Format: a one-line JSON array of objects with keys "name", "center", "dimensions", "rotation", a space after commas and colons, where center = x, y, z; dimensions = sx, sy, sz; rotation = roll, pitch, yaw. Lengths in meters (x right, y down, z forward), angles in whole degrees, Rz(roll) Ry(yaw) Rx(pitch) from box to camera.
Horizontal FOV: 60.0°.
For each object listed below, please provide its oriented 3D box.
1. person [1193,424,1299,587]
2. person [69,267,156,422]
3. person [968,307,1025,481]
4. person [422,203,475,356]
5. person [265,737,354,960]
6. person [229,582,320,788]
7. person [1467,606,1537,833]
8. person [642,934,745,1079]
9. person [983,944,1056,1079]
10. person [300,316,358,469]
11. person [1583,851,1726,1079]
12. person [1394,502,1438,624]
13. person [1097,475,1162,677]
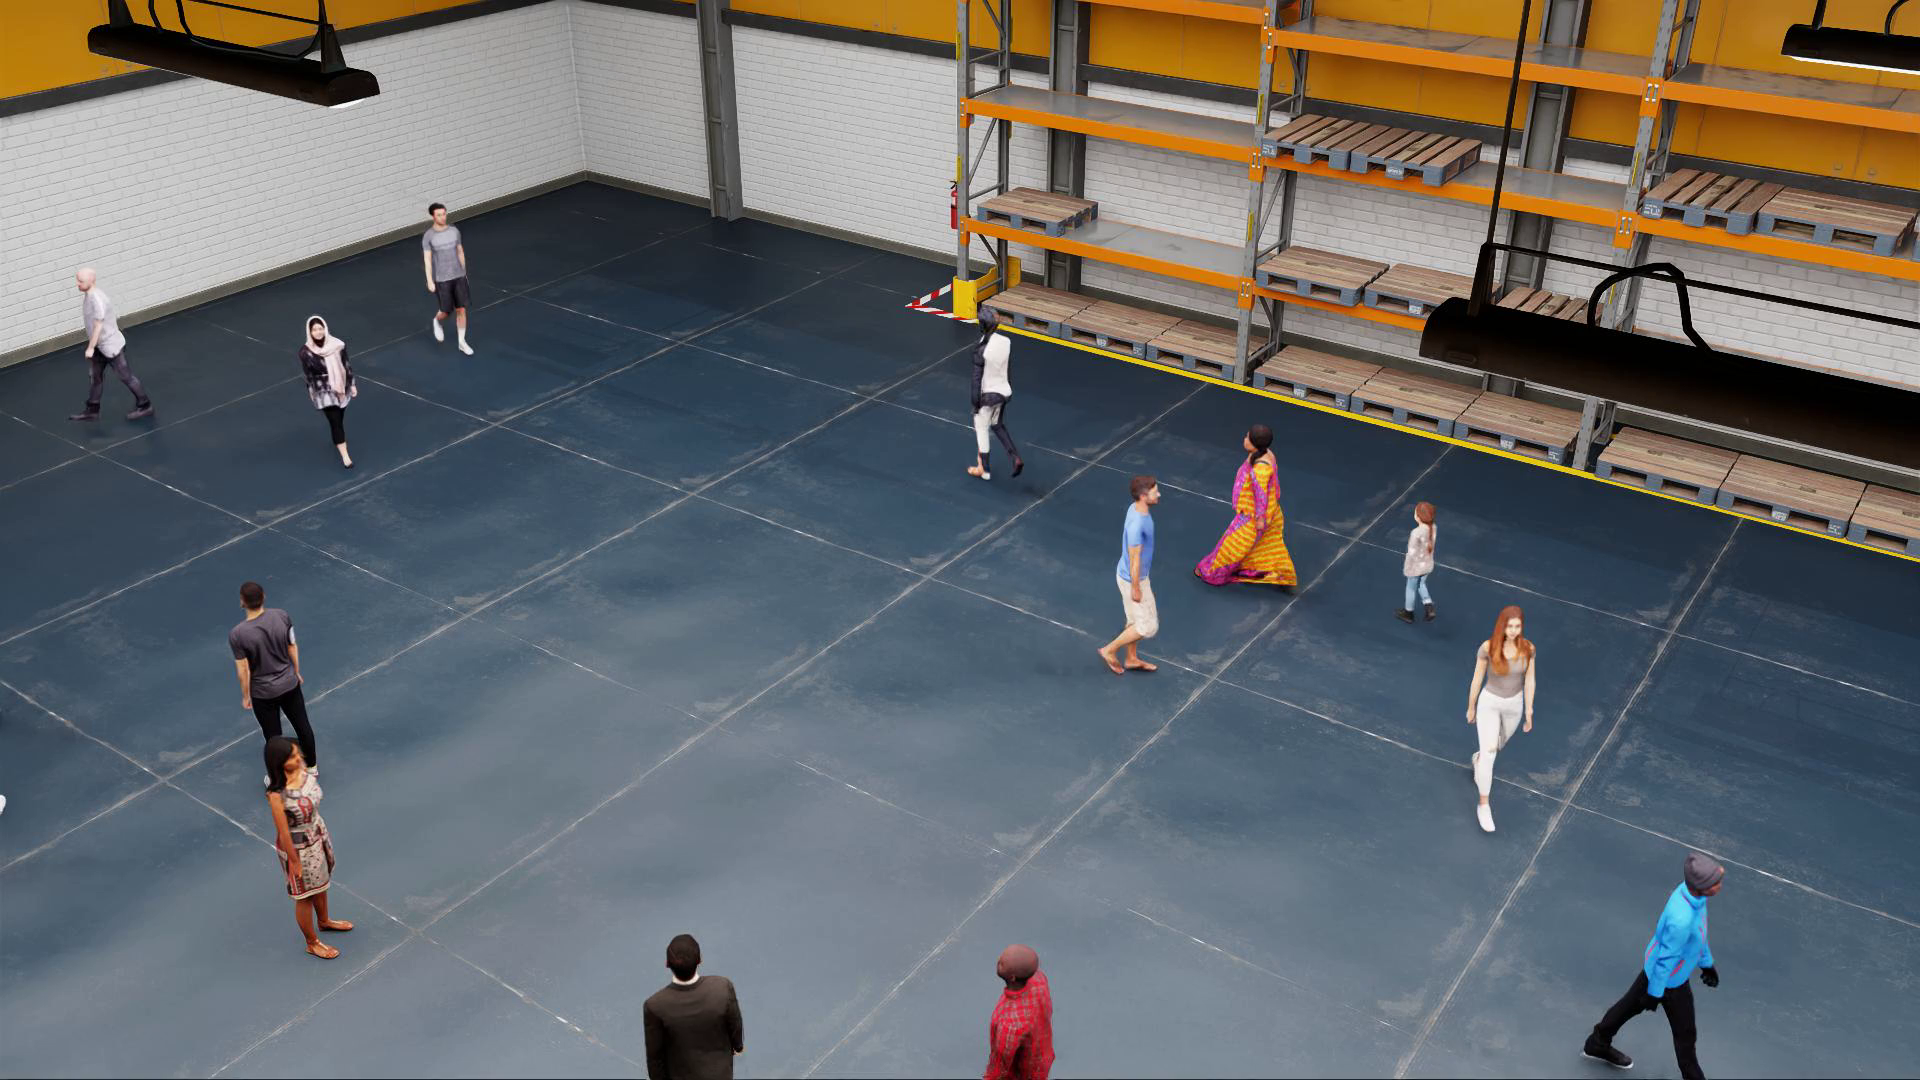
[{"name": "person", "center": [2.742, -0.278, 15.084], "dimensions": [1.272, 1.645, 0.938], "rotation": [7, 29, 13]}, {"name": "person", "center": [-9.301, -2.150, 18.359], "dimensions": [0.885, 1.796, 1.087], "rotation": [-21, 35, -34]}, {"name": "person", "center": [0.379, -1.445, 16.980], "dimensions": [0.831, 1.879, 0.999], "rotation": [-22, 36, -35]}, {"name": "person", "center": [-6.258, -3.205, 20.229], "dimensions": [0.770, 1.857, 0.964], "rotation": [-25, 37, -37]}, {"name": "person", "center": [-4.318, 1.990, 10.927], "dimensions": [0.713, 1.645, 0.725], "rotation": [2, 29, 5]}, {"name": "person", "center": [-5.136, 1.092, 12.448], "dimensions": [0.567, 1.765, 0.646], "rotation": [22, 35, 34]}, {"name": "person", "center": [3.985, 1.210, 12.300], "dimensions": [1.079, 1.699, 1.053], "rotation": [-1, 29, -2]}, {"name": "person", "center": [-1.412, 2.931, 9.050], "dimensions": [0.837, 1.790, 0.891], "rotation": [-6, 29, -10]}, {"name": "person", "center": [0.399, 2.921, 9.047], "dimensions": [0.804, 1.810, 0.782], "rotation": [10, 30, 18]}, {"name": "person", "center": [-6.669, -1.621, 17.602], "dimensions": [0.872, 1.593, 1.174], "rotation": [-19, 34, -31]}, {"name": "person", "center": [4.075, 2.540, 9.823], "dimensions": [1.168, 1.737, 0.743], "rotation": [13, 31, 22]}, {"name": "person", "center": [4.083, 0.228, 14.637], "dimensions": [0.616, 1.186, 0.714], "rotation": [-16, 33, -27]}, {"name": "person", "center": [1.375, 0.303, 13.798], "dimensions": [0.886, 1.857, 0.811], "rotation": [4, 29, 8]}]
